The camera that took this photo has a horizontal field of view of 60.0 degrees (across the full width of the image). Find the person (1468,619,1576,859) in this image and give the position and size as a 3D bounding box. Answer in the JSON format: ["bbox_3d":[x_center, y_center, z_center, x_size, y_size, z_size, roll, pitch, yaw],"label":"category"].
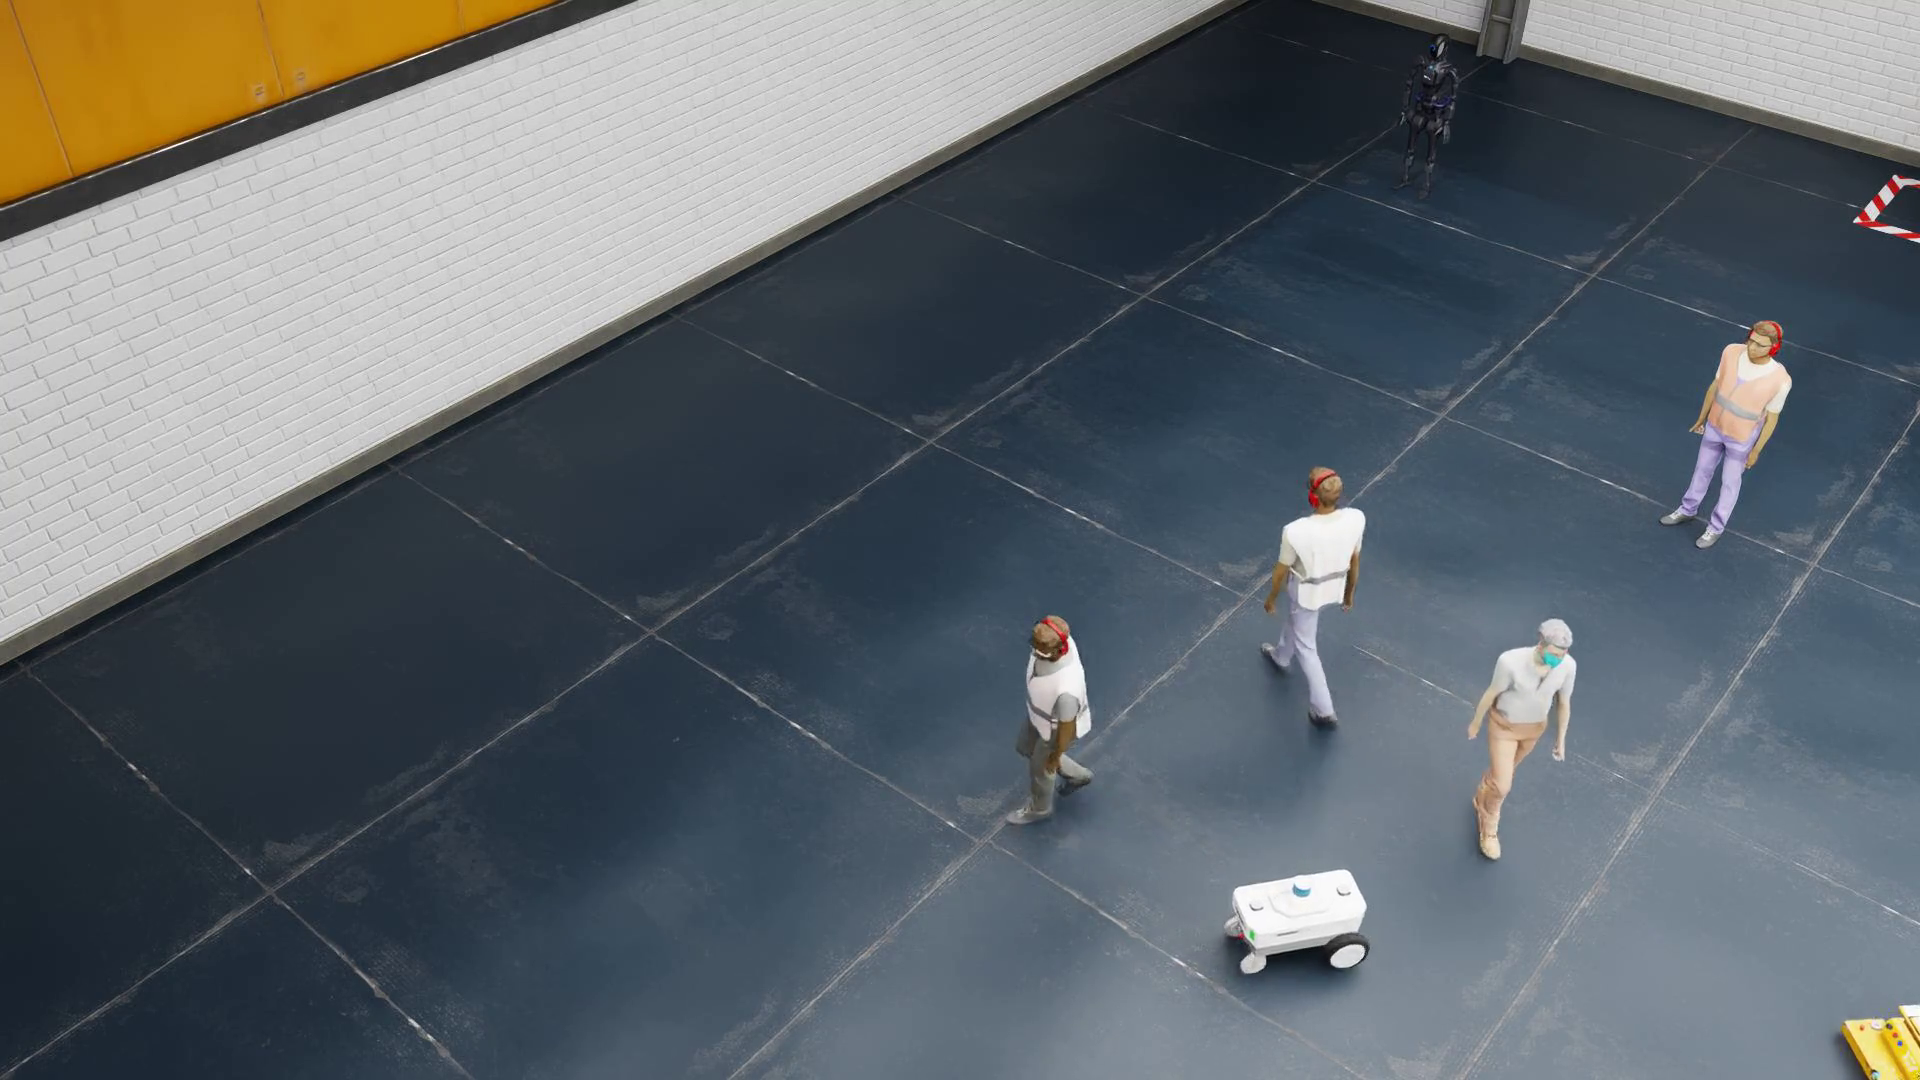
[{"bbox_3d":[3.277,1.147,9.701,0.513,1.717,0.650,-4,39,-4],"label":"person"}]

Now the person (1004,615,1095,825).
[{"bbox_3d":[0.561,1.074,9.722,0.470,1.812,0.622,-6,39,-8],"label":"person"}]

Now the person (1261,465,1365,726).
[{"bbox_3d":[2.279,0.344,10.638,0.570,1.804,0.921,-16,42,-19],"label":"person"}]

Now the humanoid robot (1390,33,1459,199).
[{"bbox_3d":[4.597,-4.169,16.328,0.315,1.657,0.599,-31,48,-33],"label":"humanoid robot"}]

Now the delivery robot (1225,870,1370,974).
[{"bbox_3d":[1.924,2.134,9.424,0.814,0.612,0.499,-7,39,-9],"label":"delivery robot"}]

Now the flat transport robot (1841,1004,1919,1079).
[{"bbox_3d":[5.547,2.783,8.832,1.431,0.231,0.659,-3,39,-3],"label":"flat transport robot"}]

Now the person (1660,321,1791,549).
[{"bbox_3d":[5.576,-0.783,11.999,0.391,1.849,0.563,-20,43,-23],"label":"person"}]
